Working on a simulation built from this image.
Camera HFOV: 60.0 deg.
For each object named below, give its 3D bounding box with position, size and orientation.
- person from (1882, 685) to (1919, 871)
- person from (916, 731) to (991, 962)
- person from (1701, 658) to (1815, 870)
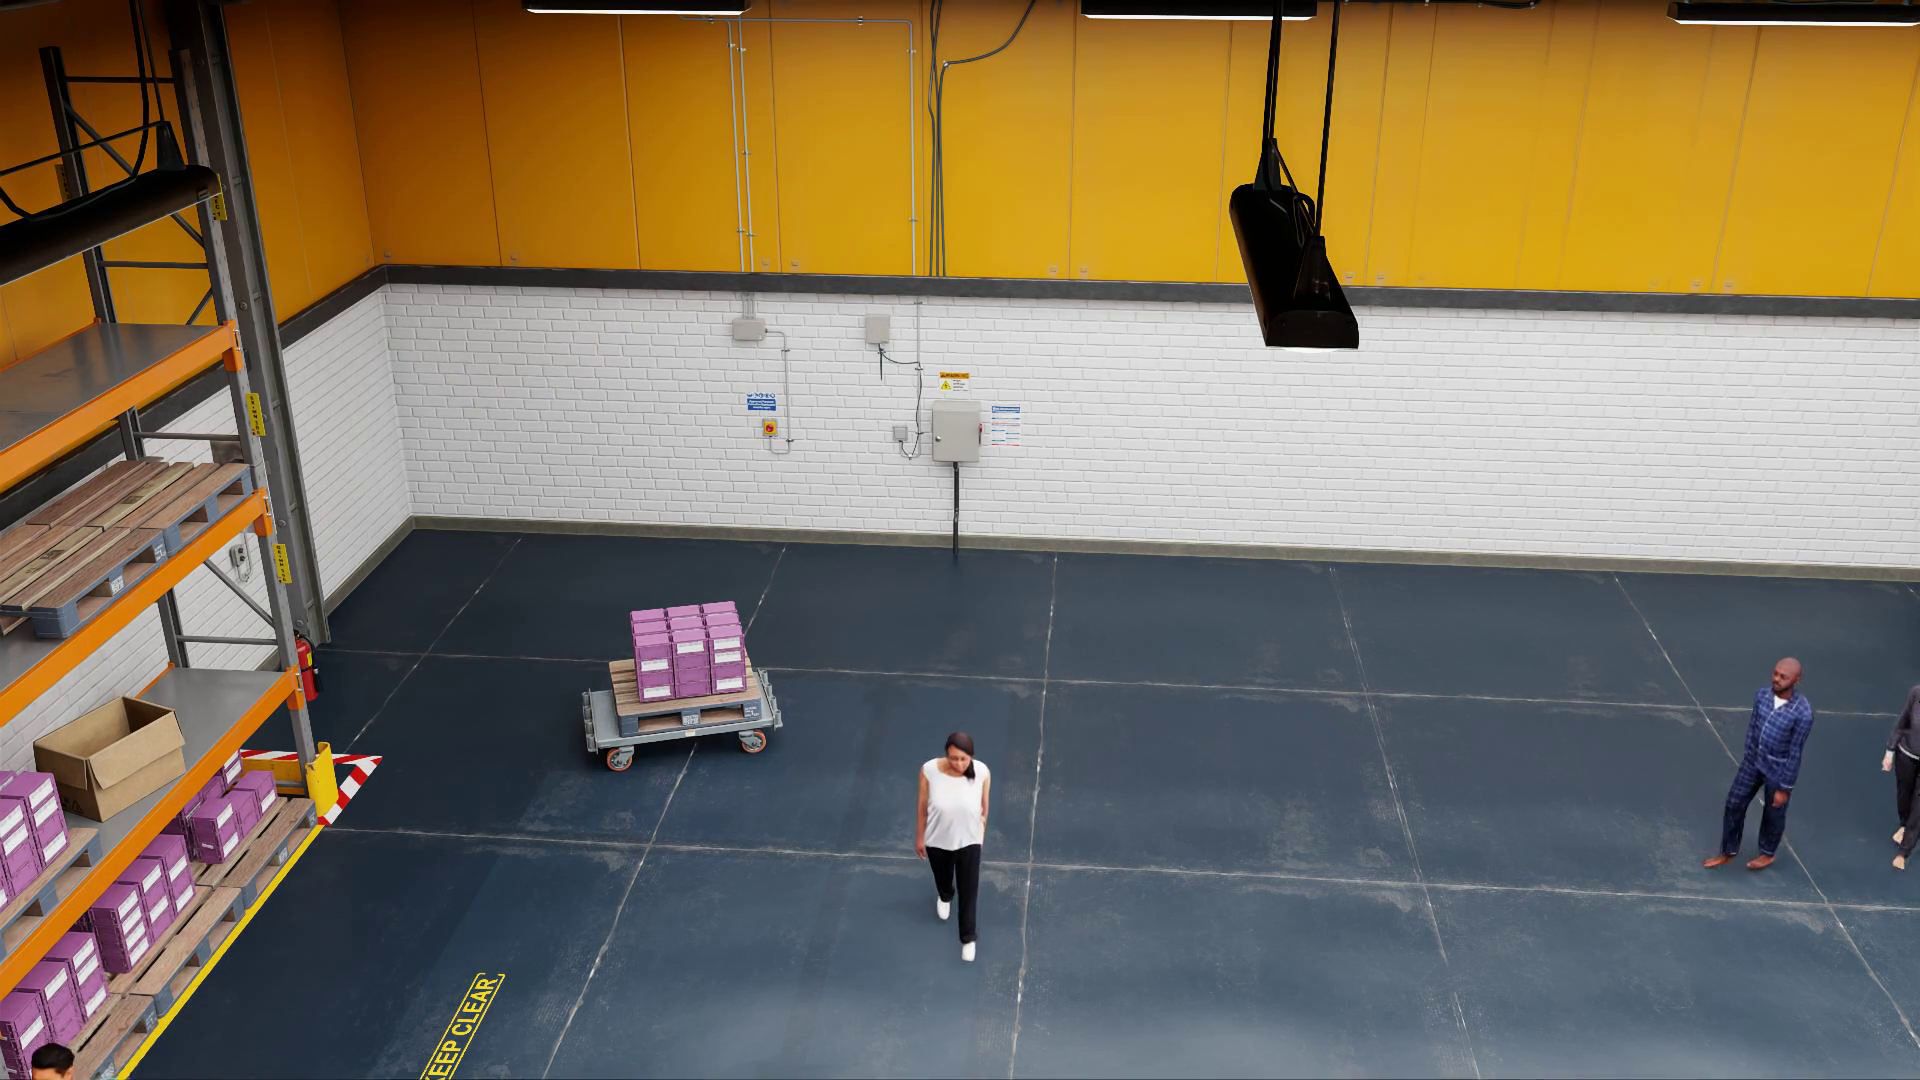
[{"bbox_3d":[7.412,1.627,12.773,0.989,1.689,1.117,19,30,37],"label":"person"},{"bbox_3d":[-0.052,2.067,11.819,0.692,1.646,1.084,1,24,2],"label":"person"},{"bbox_3d":[6.156,1.679,12.519,0.998,1.796,0.963,-14,27,-29],"label":"person"}]
